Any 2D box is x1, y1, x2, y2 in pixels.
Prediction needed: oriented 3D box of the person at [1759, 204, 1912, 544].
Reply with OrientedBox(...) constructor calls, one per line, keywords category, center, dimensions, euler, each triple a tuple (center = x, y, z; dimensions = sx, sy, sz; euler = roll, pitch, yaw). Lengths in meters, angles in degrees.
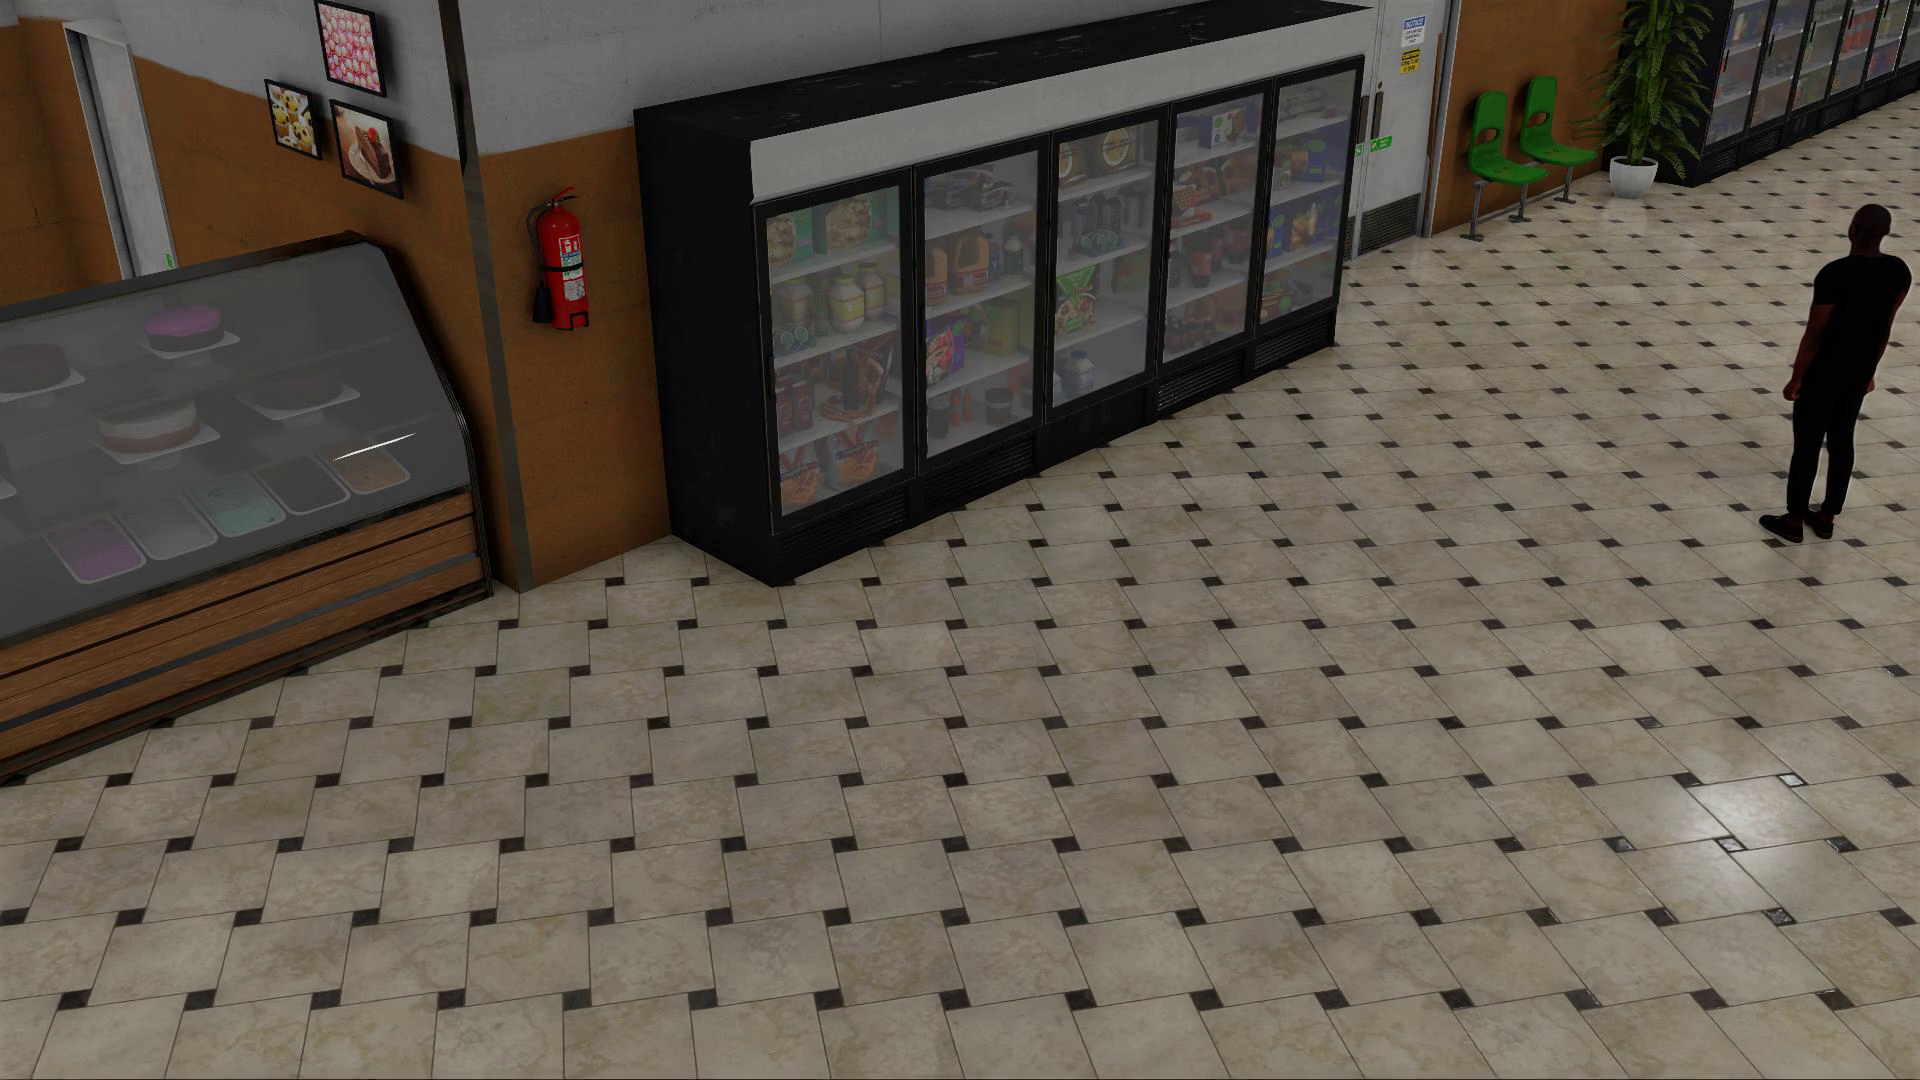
OrientedBox(category="person", center=(4.591, -0.861, 8.716), dimensions=(0.743, 1.819, 0.758), euler=(-4, 27, -8))
